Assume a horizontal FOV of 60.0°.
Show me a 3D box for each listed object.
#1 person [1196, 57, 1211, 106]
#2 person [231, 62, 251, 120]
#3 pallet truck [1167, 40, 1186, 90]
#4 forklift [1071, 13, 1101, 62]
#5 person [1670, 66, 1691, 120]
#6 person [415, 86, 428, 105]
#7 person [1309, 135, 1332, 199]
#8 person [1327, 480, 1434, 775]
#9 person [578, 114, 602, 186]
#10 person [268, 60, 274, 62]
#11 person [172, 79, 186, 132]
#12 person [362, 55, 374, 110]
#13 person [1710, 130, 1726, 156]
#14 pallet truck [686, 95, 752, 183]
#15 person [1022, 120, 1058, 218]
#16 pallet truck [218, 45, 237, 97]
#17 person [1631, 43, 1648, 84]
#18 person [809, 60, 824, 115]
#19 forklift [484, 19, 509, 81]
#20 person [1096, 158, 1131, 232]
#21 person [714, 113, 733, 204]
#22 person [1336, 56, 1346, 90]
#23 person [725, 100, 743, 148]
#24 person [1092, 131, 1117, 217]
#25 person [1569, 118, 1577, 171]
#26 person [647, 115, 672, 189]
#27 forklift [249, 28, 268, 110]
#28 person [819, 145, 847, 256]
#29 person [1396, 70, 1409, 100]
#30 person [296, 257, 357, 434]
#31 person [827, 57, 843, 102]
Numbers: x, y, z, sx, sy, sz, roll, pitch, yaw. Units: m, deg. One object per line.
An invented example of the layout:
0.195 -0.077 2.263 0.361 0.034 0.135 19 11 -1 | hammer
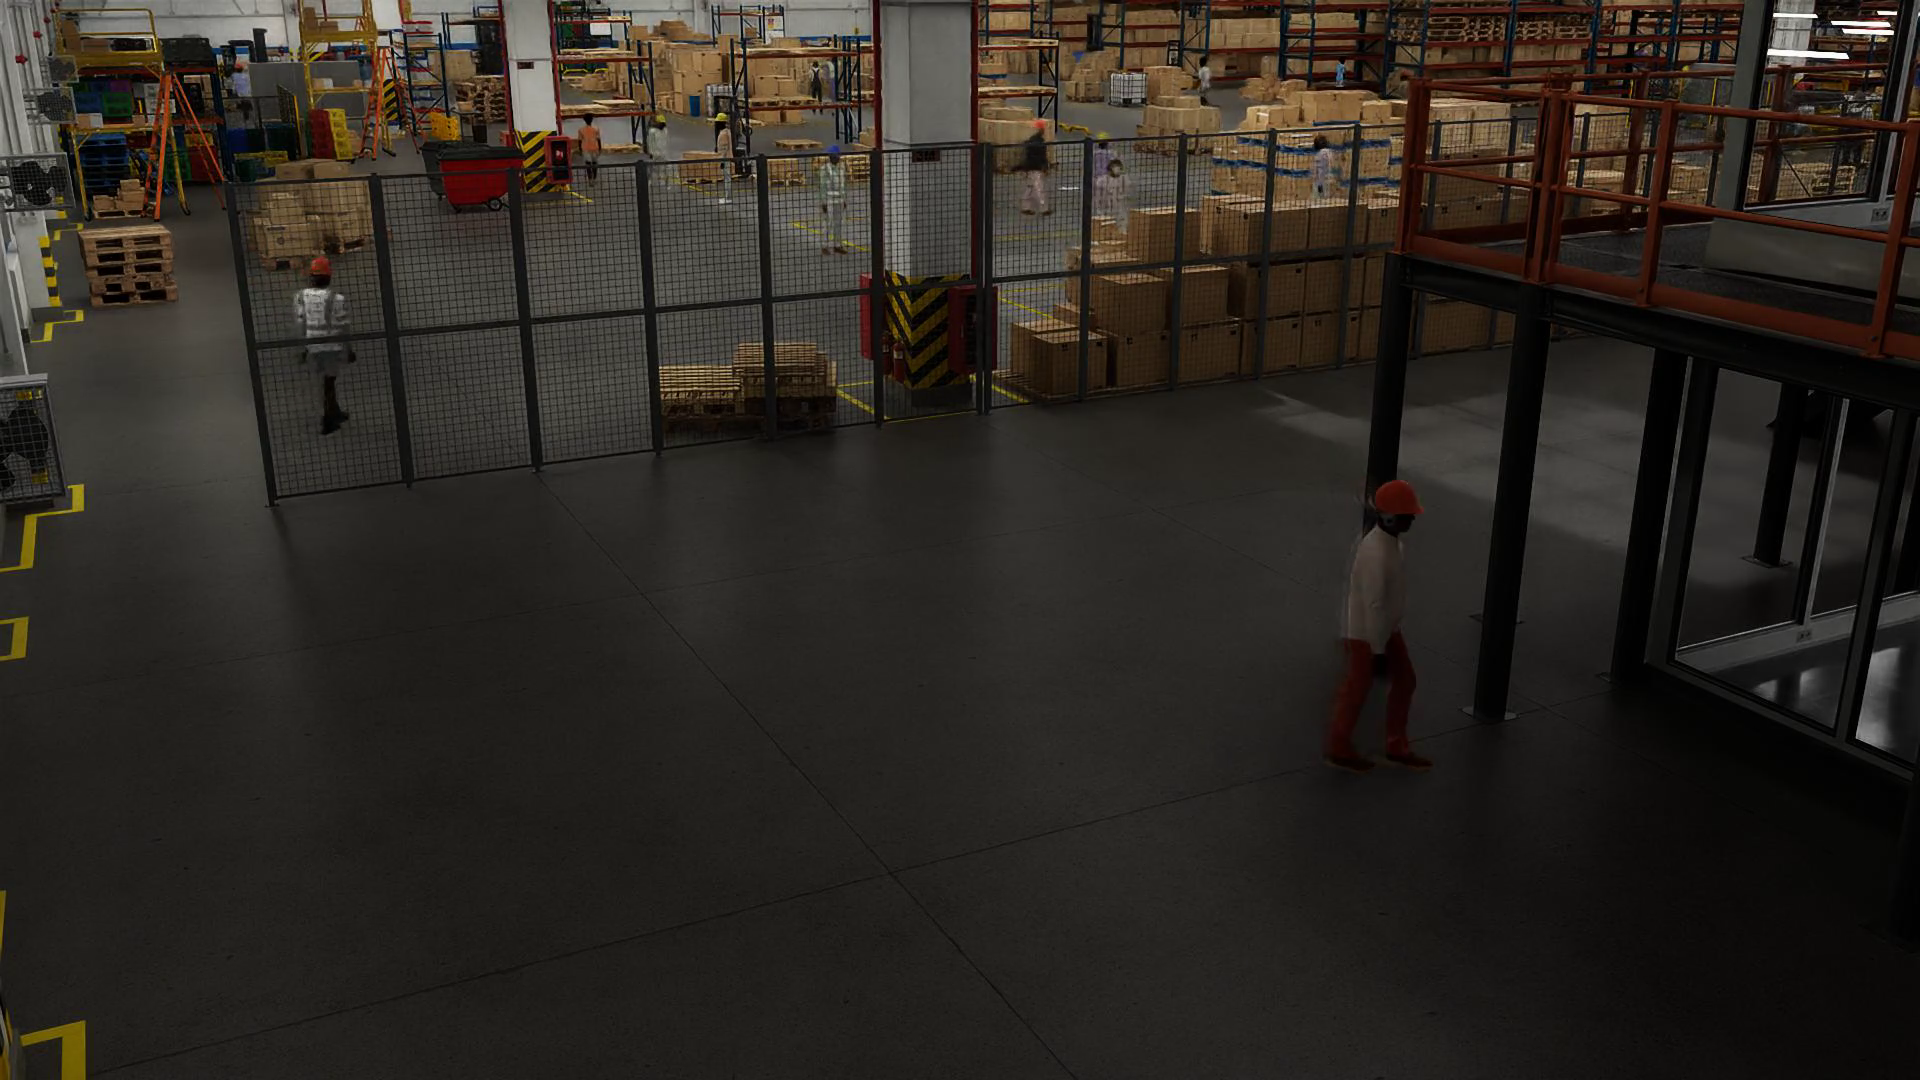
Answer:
8.436 -15.804 57.879 0.419 1.950 0.646 17 25 40 | person
-24.052 -15.008 55.652 0.582 1.894 0.911 -5 20 -13 | person
9.045 -19.971 69.895 0.823 1.965 1.885 -3 19 -8 | pallet truck
6.278 -23.376 78.433 1.873 2.768 1.129 -9 21 -25 | forklift
24.204 -14.975 55.746 0.941 1.788 0.601 -10 22 -27 | person
-18.620 -15.723 57.703 0.822 1.909 0.648 2 19 5 | person
7.149 -7.010 32.612 0.800 1.819 0.638 6 20 18 | person
2.709 0.585 10.340 0.788 1.968 0.661 9 21 25 | person
-8.708 -9.191 39.164 0.536 1.655 0.852 -5 20 -15 | person
-23.643 -15.591 57.390 0.573 1.867 0.420 -6 20 -17 | person
-24.282 -13.461 51.578 0.516 1.631 0.313 1 19 3 | person
-21.119 -16.362 59.538 0.660 1.923 0.442 8 21 23 | person
15.150 -7.226 33.191 0.694 1.845 0.540 3 19 7 | person
-5.836 -9.608 39.856 0.823 1.965 1.885 10 22 27 | pallet truck
1.671 -7.620 34.156 0.997 1.946 0.649 10 22 28 | person
-28.879 -18.665 66.111 0.823 1.965 1.885 -3 19 -9 | pallet truck
27.920 -19.422 68.401 0.627 1.936 0.371 4 19 11 | person
-4.997 -15.736 57.849 0.507 1.845 0.339 -2 19 -7 | person
-19.457 -20.362 69.696 1.129 2.768 1.873 14 23 35 | forklift
2.581 -5.397 27.757 0.652 1.918 0.699 -7 20 -19 | person
-5.124 -8.291 36.140 0.364 1.930 0.588 -1 19 -3 | person
14.452 -17.467 63.089 0.316 1.696 0.541 -6 20 -18 | person
-5.873 -10.647 43.293 0.922 1.716 0.547 -13 23 -32 | person
2.729 -6.949 32.293 0.590 1.907 0.424 -5 20 -15 | person
13.934 -9.110 38.367 0.417 2.034 0.604 -2 19 -7 | person
-7.036 -9.046 38.699 0.500 1.697 0.884 -12 23 -32 | person
-24.981 -16.906 59.677 1.873 2.768 1.129 -9 21 -25 | forklift
-2.239 -6.051 29.639 0.422 1.940 0.613 16 25 39 | person
13.595 -13.464 51.145 0.578 1.922 0.404 -16 25 -39 | person
-6.966 -2.178 18.440 0.565 1.906 0.816 4 19 11 | person
-4.625 -17.166 61.954 0.592 1.871 0.985 -7 20 -21 | person
